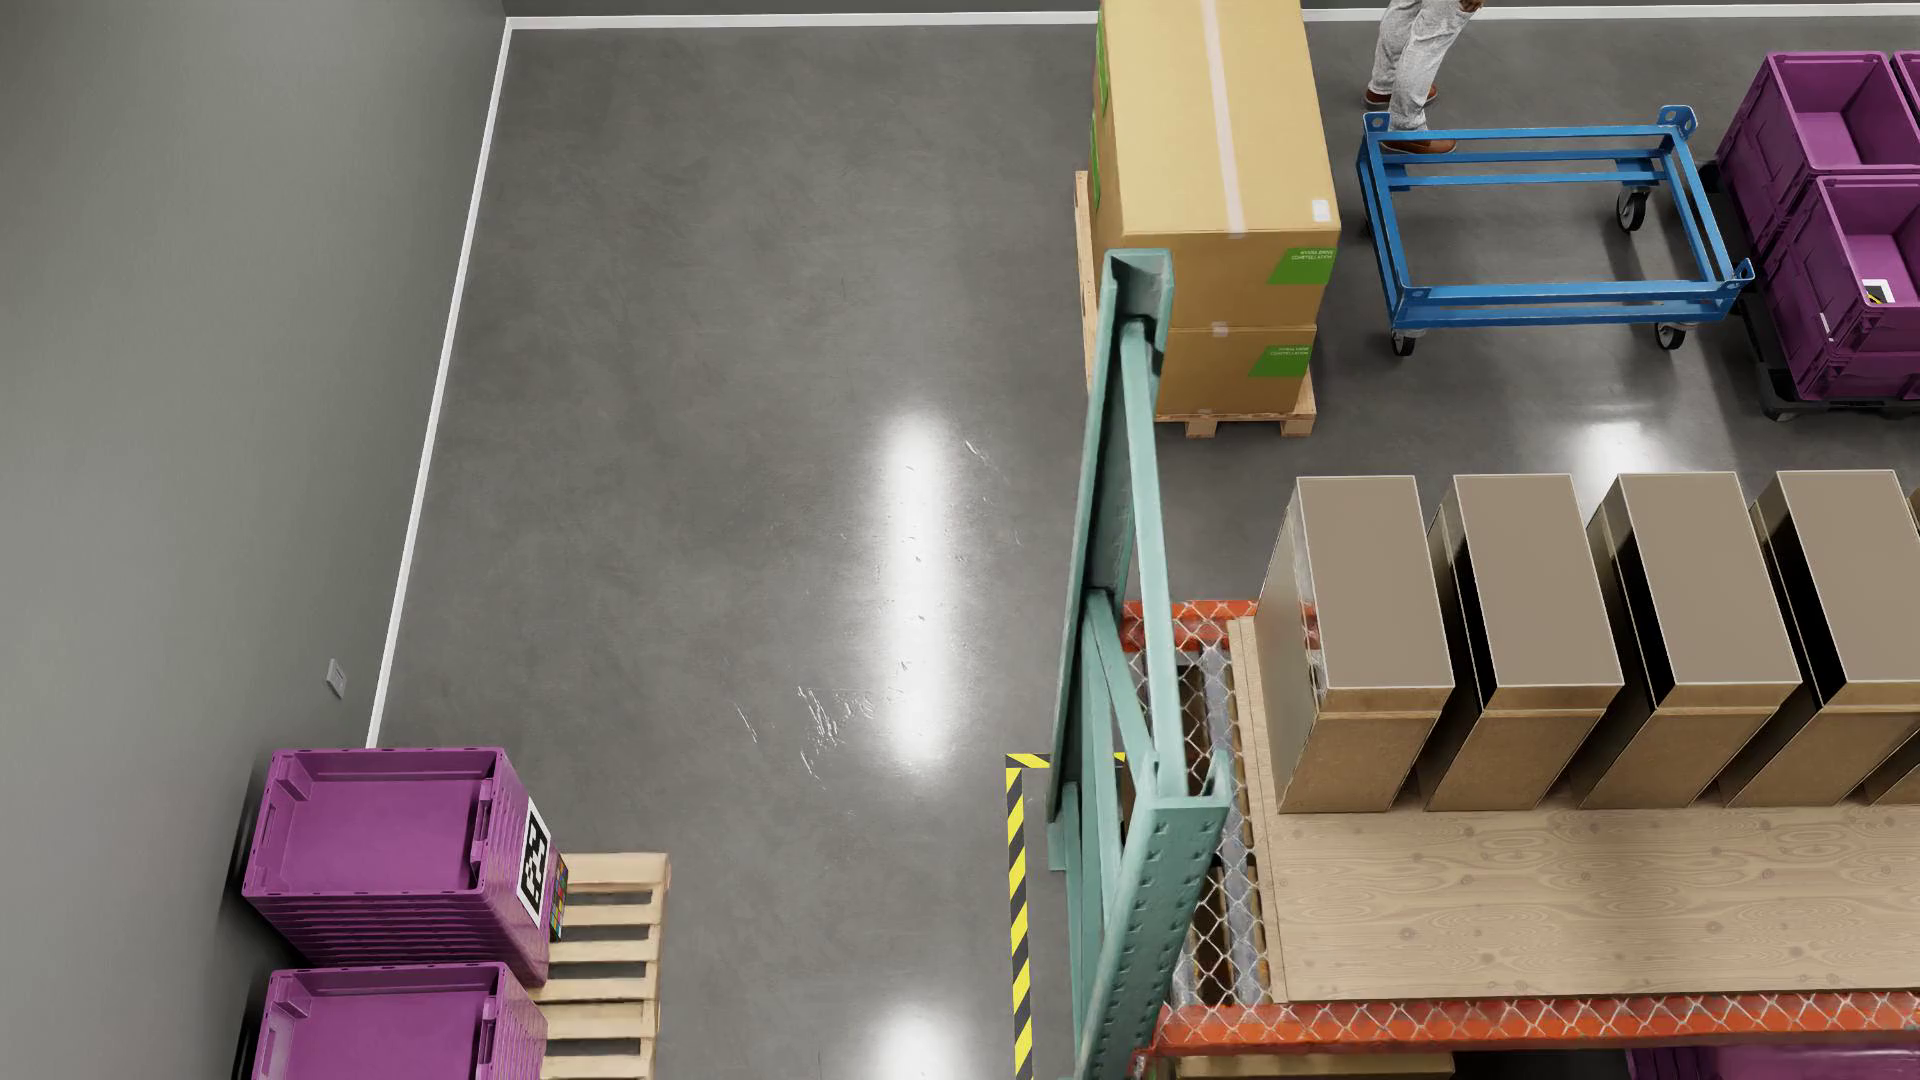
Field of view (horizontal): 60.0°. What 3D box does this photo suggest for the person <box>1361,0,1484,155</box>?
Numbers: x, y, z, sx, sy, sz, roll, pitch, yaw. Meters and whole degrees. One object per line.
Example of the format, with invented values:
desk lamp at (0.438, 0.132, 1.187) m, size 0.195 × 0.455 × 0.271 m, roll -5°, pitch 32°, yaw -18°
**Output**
person at (1.831, -2.239, 6.075) m, size 0.355 × 1.938 × 0.637 m, roll -3°, pitch 58°, yaw -2°
